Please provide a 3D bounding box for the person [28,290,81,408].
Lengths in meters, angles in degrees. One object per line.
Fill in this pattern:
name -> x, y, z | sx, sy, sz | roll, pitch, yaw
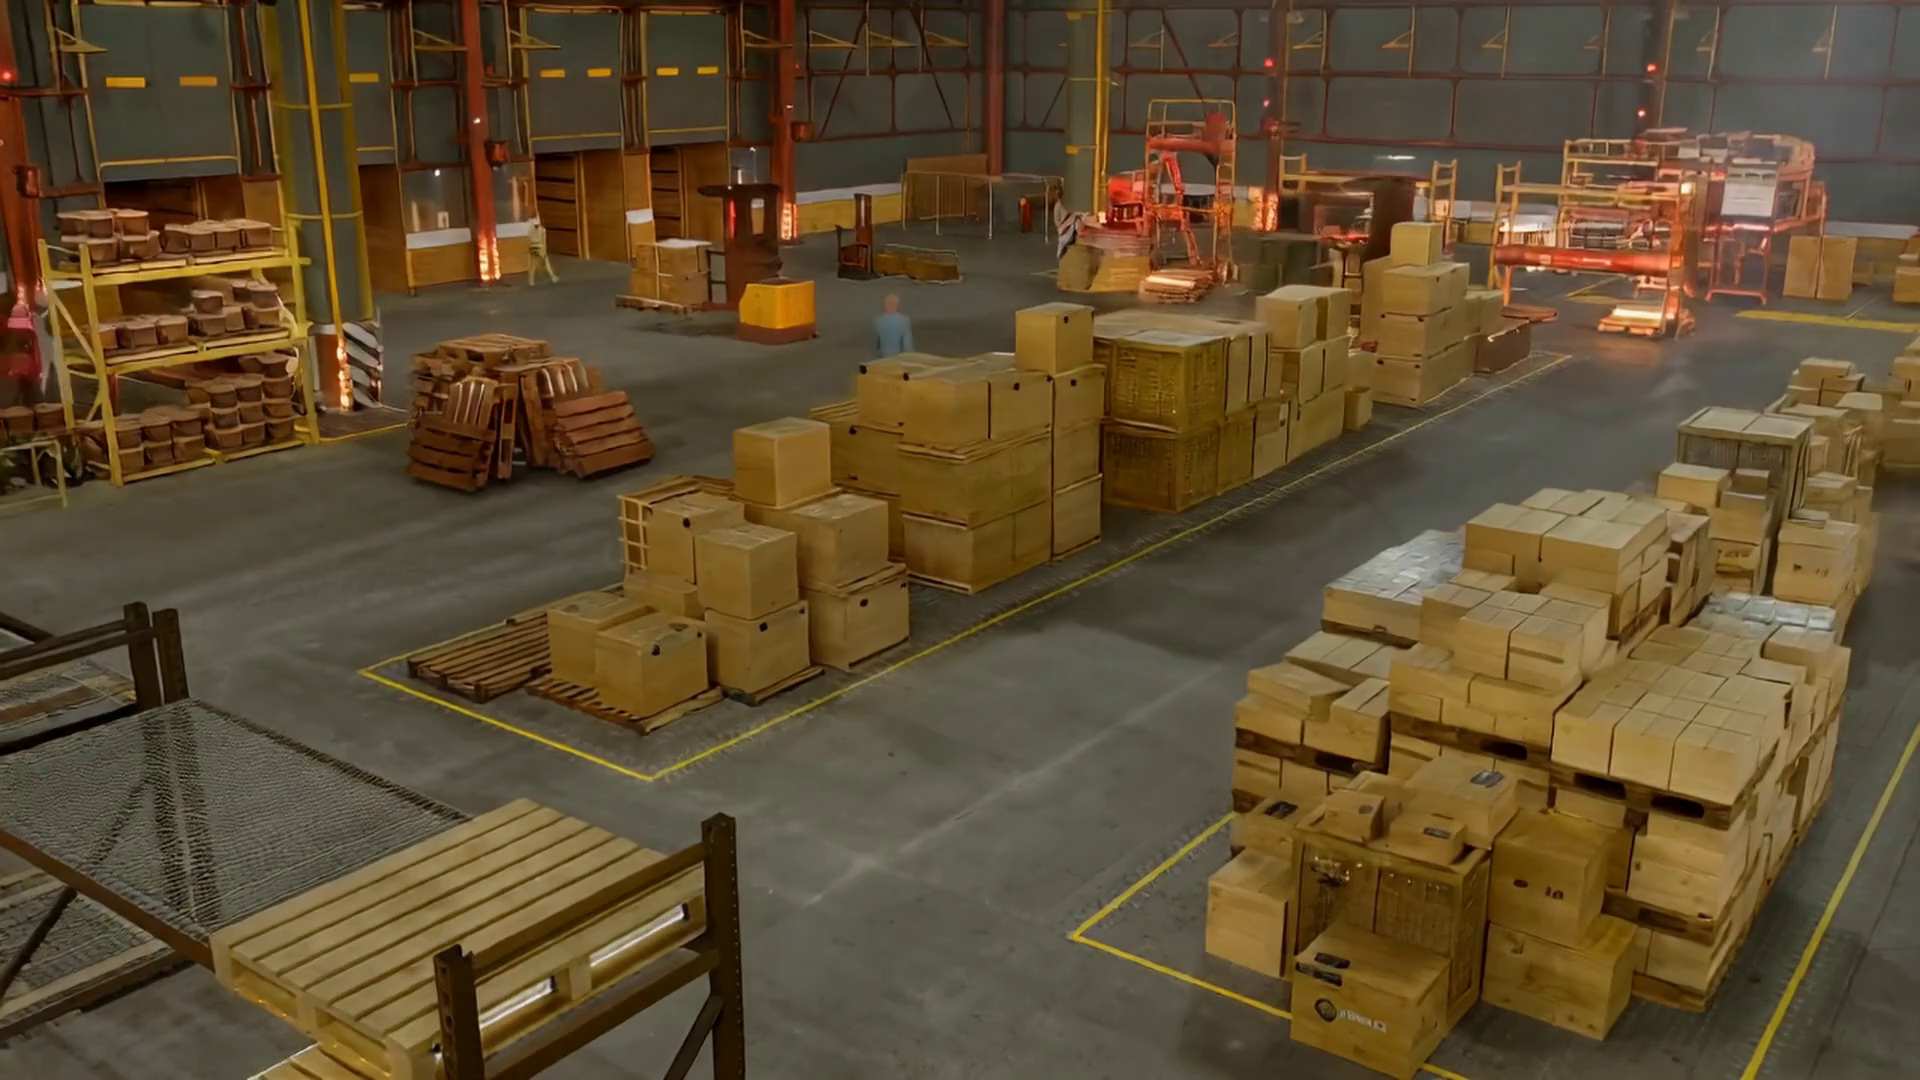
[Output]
person -> -13.748, -2.852, 25.049 | 0.520, 1.812, 0.937 | 2, 17, 6

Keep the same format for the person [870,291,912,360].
person -> -0.984, -2.657, 24.195 | 0.653, 1.926, 0.432 | 6, 18, 18

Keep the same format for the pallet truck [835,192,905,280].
pallet truck -> -1.936, -7.159, 38.982 | 1.885, 1.965, 0.823 | -12, 21, -34

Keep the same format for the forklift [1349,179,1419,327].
forklift -> 8.401, -5.486, 31.941 | 1.873, 2.768, 1.129 | 10, 19, 29

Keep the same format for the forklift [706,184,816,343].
forklift -> -3.717, -5.181, 30.929 | 1.873, 2.768, 1.129 | 12, 21, 35

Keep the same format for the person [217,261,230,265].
person -> -12.369, -3.842, 28.194 | 0.572, 1.883, 0.353 | 15, 22, 41

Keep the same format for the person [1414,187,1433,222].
person -> 11.809, -8.125, 42.286 | 0.373, 1.934, 0.551 | -10, 19, -30

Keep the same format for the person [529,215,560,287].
person -> -9.508, -6.559, 37.670 | 0.527, 1.592, 0.849 | 9, 19, 29

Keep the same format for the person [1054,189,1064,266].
person -> 2.602, -7.678, 40.810 | 0.627, 1.936, 0.370 | 12, 21, 36

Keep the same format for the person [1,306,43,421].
person -> -13.589, -2.511, 24.078 | 0.490, 1.718, 0.753 | -1, 17, -4
